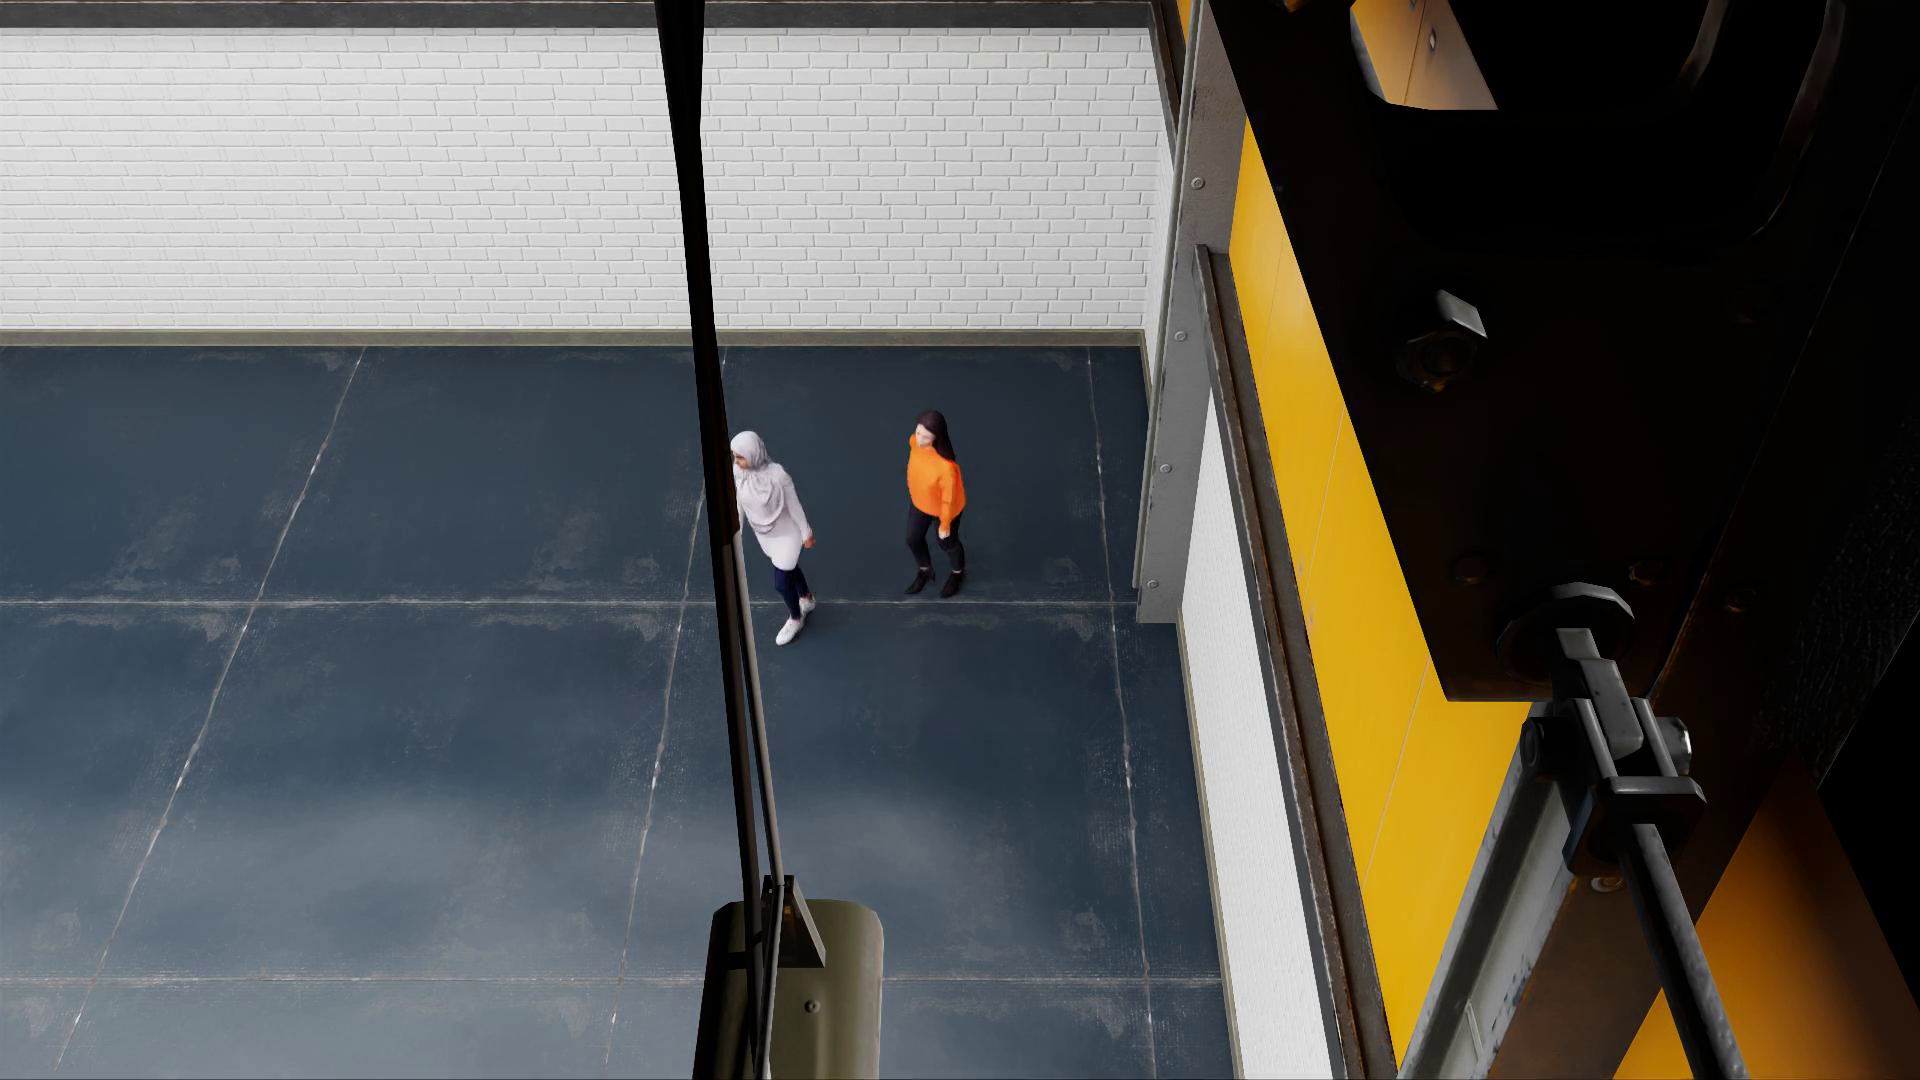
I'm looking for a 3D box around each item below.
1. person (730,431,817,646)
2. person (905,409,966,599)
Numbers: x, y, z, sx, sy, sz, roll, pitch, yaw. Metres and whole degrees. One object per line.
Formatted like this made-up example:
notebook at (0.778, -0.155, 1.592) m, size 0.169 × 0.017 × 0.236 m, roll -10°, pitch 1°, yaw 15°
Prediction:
person at (-1.143, -0.075, 10.935) m, size 0.812 × 1.734 × 0.868 m, roll 15°, pitch 46°, yaw 15°
person at (-0.117, -0.260, 11.136) m, size 0.840 × 1.726 × 0.777 m, roll -25°, pitch 49°, yaw -24°
